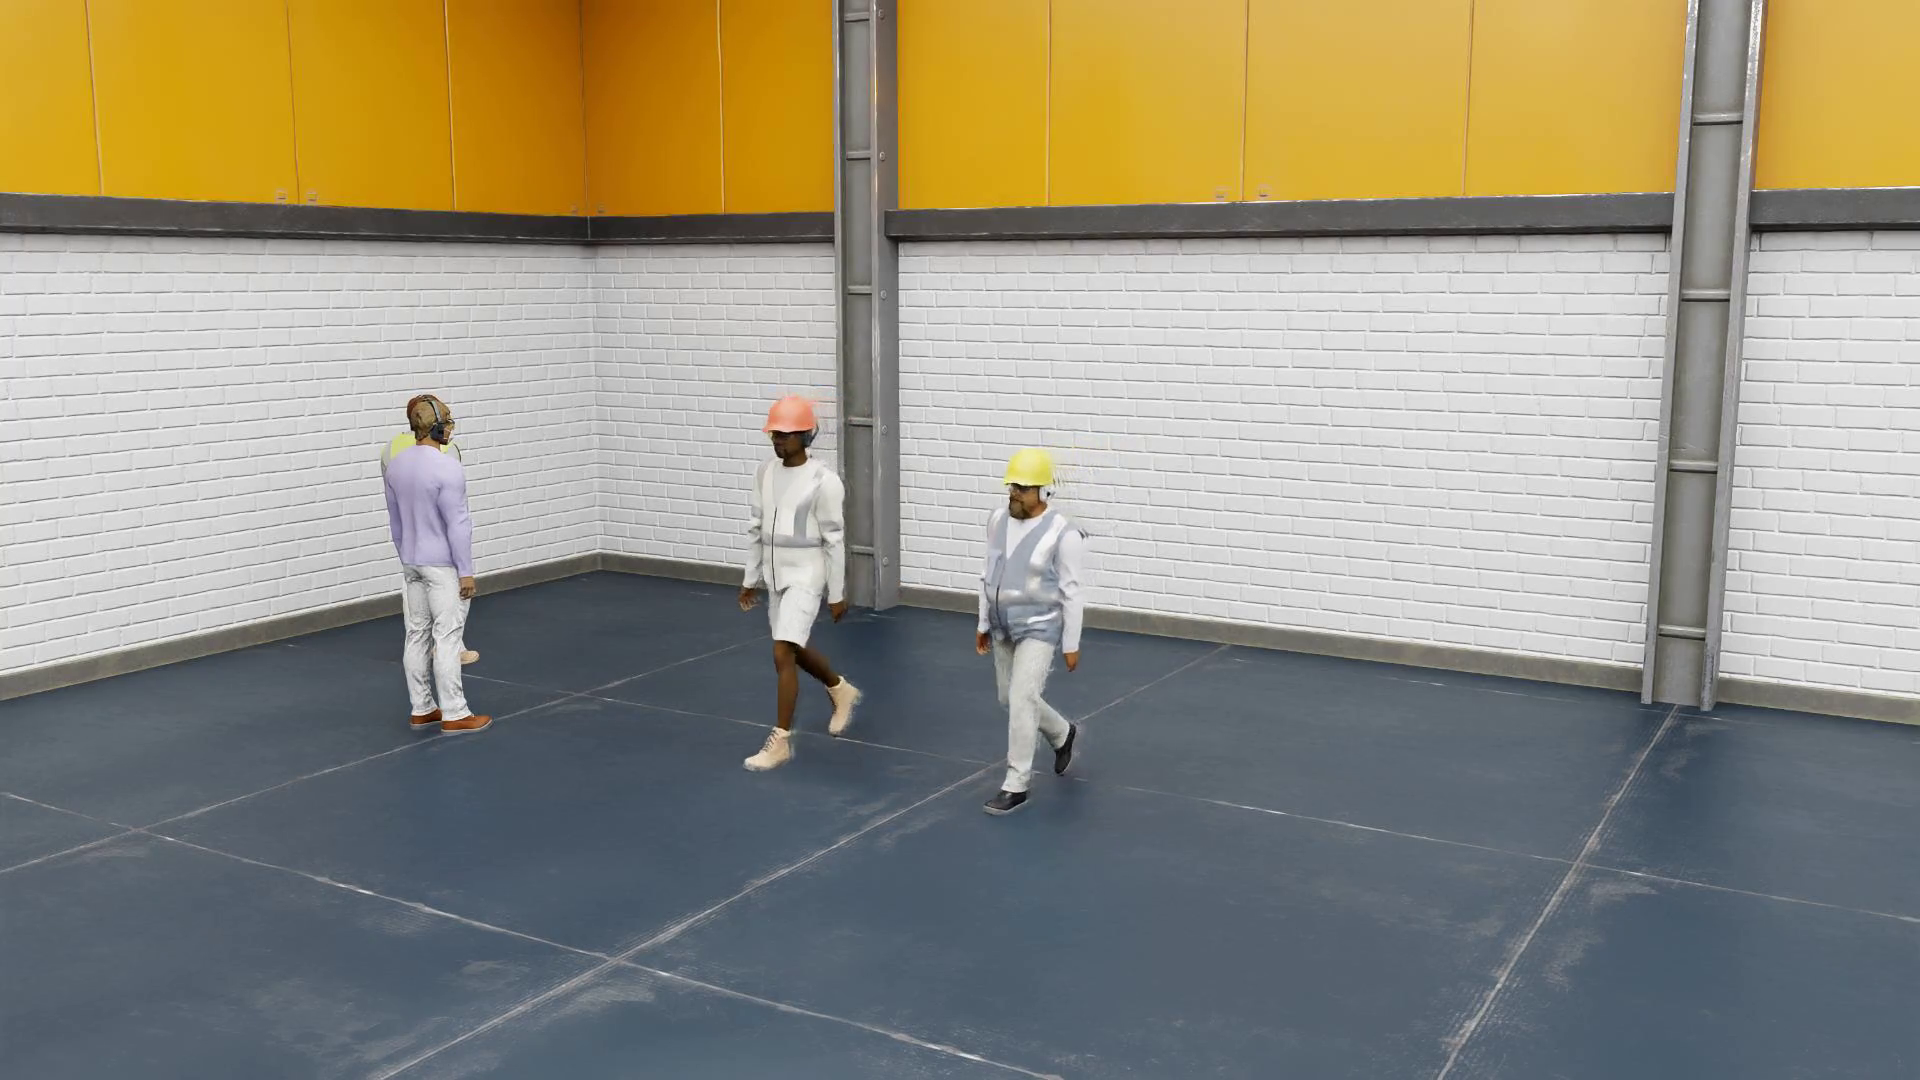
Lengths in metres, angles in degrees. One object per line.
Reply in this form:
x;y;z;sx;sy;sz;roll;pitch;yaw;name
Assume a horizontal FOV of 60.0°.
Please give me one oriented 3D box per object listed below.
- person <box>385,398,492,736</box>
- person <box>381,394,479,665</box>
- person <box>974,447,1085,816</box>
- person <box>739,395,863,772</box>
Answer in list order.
-3.013;0.156;9.566;0.627;1.940;0.372;6;11;35;person
-3.564;-0.060;11.218;0.627;1.844;0.429;3;10;21;person
0.382;0.420;8.327;0.766;1.805;0.590;-8;12;-42;person
-0.853;0.197;9.111;0.610;2.011;0.952;8;12;42;person
